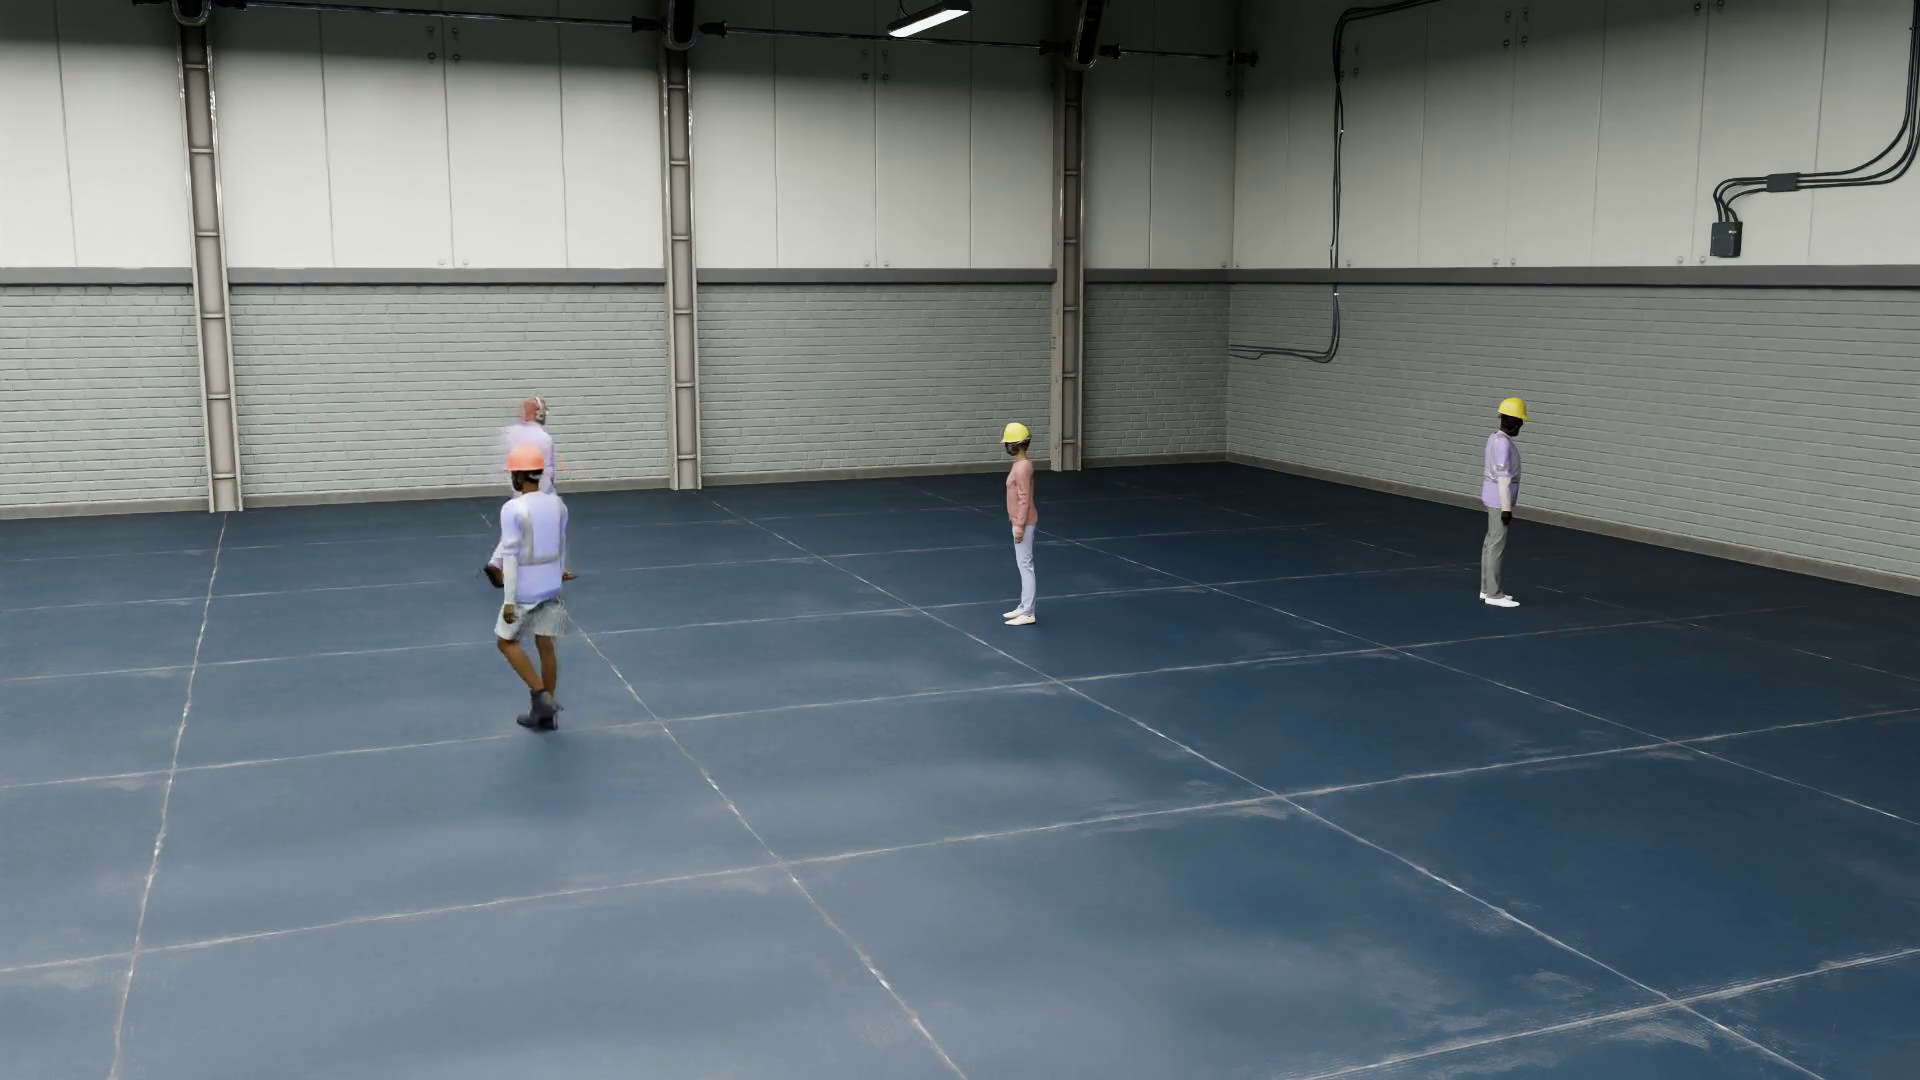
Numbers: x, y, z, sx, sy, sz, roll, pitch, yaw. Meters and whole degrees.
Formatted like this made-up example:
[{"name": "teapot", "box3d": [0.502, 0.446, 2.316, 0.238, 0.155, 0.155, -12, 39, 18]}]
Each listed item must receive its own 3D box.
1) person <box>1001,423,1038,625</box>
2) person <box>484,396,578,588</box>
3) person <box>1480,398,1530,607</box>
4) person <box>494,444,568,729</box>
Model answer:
[{"name": "person", "box3d": [0.513, -0.137, 14.455, 0.329, 1.763, 0.523, 0, 9, 2]}, {"name": "person", "box3d": [-4.218, -0.473, 16.236, 0.632, 1.868, 0.910, 6, 11, 34]}, {"name": "person", "box3d": [5.003, -0.351, 15.309, 0.381, 1.917, 0.584, 2, 9, 10]}, {"name": "person", "box3d": [-2.854, 0.323, 11.051, 0.400, 1.923, 0.577, 6, 11, 31]}]
